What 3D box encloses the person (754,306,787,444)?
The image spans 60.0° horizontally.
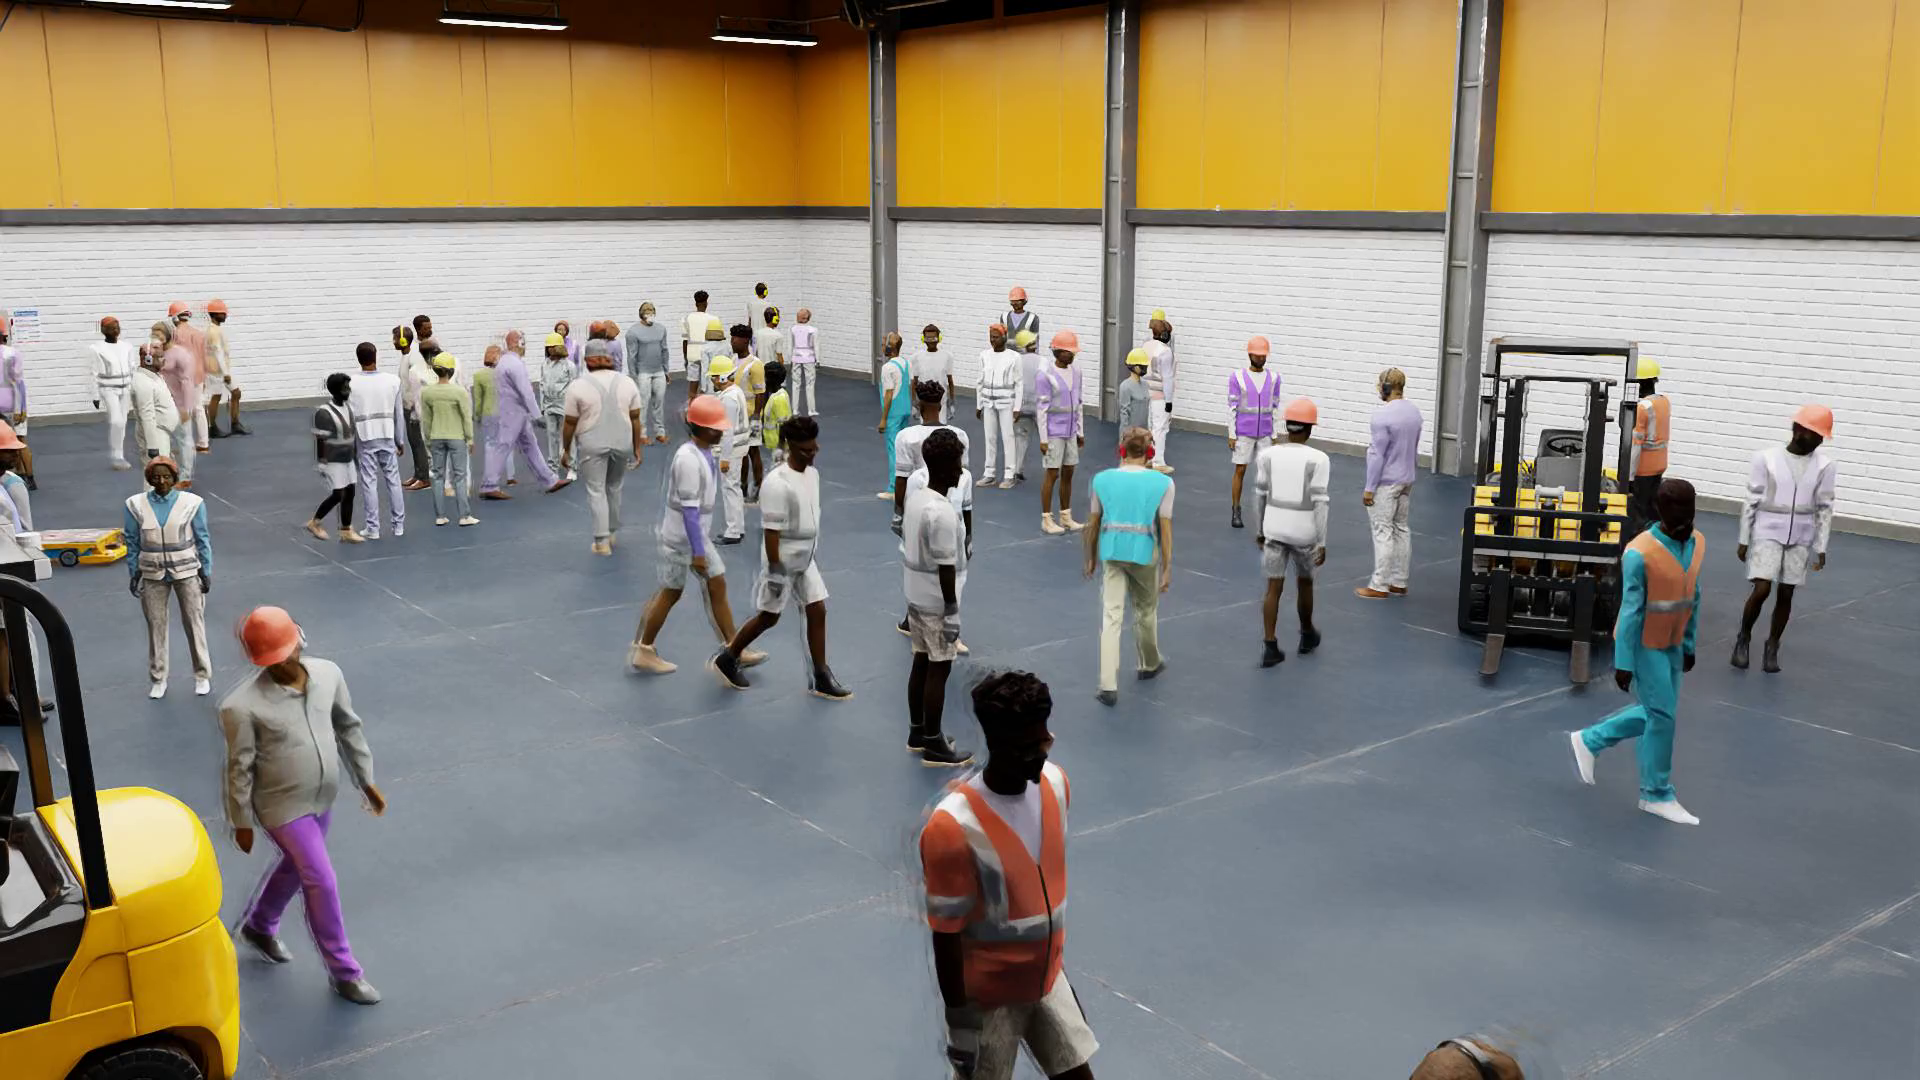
[{"bbox_3d":[-2.532,-2.188,22.259,0.515,1.858,0.341,8,14,35],"label":"person"}]

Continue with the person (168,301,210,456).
[{"bbox_3d":[-9.939,-2.068,21.370,0.410,1.981,0.629,4,12,17],"label":"person"}]

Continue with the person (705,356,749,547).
[{"bbox_3d":[-2.213,-0.848,15.877,0.403,1.819,0.602,-1,12,-2],"label":"person"}]

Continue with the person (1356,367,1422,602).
[{"bbox_3d":[3.559,-0.458,13.735,0.632,1.930,0.377,-11,16,-43],"label":"person"}]

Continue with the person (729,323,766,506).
[{"bbox_3d":[-2.330,-1.354,17.956,0.367,1.966,0.604,-10,15,-39],"label":"person"}]

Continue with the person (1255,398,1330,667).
[{"bbox_3d":[2.406,-0.068,11.921,0.586,1.895,0.809,7,14,30],"label":"person"}]

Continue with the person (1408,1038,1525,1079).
[{"bbox_3d":[0.838,1.799,3.106,0.906,1.806,0.543,-7,13,-30],"label":"person"}]

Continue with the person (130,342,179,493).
[{"bbox_3d":[-7.930,-1.005,16.450,0.398,1.900,0.635,-4,12,-18],"label":"person"}]

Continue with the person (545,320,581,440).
[{"bbox_3d":[-5.436,-2.190,22.792,0.514,1.636,0.315,-9,15,-37],"label":"person"}]

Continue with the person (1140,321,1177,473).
[{"bbox_3d":[2.394,-1.726,20.073,0.429,1.837,0.633,-5,13,-23],"label":"person"}]

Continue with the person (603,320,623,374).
[{"bbox_3d":[-4.797,-2.208,22.891,0.289,1.632,0.498,-9,15,-37],"label":"person"}]

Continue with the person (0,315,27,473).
[{"bbox_3d":[-10.829,-1.533,18.683,0.657,2.020,0.646,-4,12,-18],"label":"person"}]

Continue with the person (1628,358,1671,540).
[{"bbox_3d":[5.991,-0.637,14.619,0.594,1.917,0.397,-10,15,-40],"label":"person"}]

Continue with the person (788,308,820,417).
[{"bbox_3d":[-2.359,-2.685,25.200,0.518,1.633,0.311,4,12,17],"label":"person"}]

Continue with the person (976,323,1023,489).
[{"bbox_3d":[0.437,-1.527,18.990,0.584,1.882,0.347,7,14,31],"label":"person"}]

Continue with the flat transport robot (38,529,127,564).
[{"bbox_3d":[-8.385,0.064,15.224,1.431,0.197,0.652,-2,12,-8],"label":"flat transport robot"}]

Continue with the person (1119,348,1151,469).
[{"bbox_3d":[1.819,-1.098,17.206,0.311,1.769,0.525,8,14,32],"label":"person"}]

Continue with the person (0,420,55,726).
[{"bbox_3d":[-6.010,0.204,10.499,0.363,1.939,0.542,-4,12,-18],"label":"person"}]

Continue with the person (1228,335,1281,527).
[{"bbox_3d":[2.962,-1.089,16.744,0.545,1.938,0.351,-2,12,-9],"label":"person"}]

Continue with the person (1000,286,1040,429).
[{"bbox_3d":[0.829,-2.594,23.748,0.607,2.048,0.370,4,12,20],"label":"person"}]

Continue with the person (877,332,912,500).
[{"bbox_3d":[-0.719,-1.354,18.250,0.343,1.847,0.506,7,13,29],"label":"person"}]

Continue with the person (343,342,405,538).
[{"bbox_3d":[-5.704,-0.967,16.210,0.590,1.916,0.398,-8,14,-35],"label":"person"}]

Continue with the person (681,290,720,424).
[{"bbox_3d":[-3.775,-2.671,24.349,0.602,1.957,0.385,2,12,11],"label":"person"}]

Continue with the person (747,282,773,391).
[{"bbox_3d":[-3.399,-3.466,28.430,0.502,1.861,0.328,4,12,19],"label":"person"}]

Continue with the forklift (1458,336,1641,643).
[{"bbox_3d":[4.683,-0.471,13.136,1.214,2.155,2.313,4,12,20],"label":"forklift"}]

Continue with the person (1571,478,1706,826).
[{"bbox_3d":[3.676,0.560,8.960,0.609,1.876,0.726,-8,14,-34],"label":"person"}]

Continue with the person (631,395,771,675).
[{"bbox_3d":[-1.818,-0.022,11.466,1.048,1.976,0.641,1,12,7],"label":"person"}]

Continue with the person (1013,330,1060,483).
[{"bbox_3d":[0.837,-1.533,19.341,0.619,1.794,0.667,5,13,21],"label":"person"}]

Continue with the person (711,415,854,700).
[{"bbox_3d":[-1.205,0.108,11.034,0.965,1.922,0.611,5,13,25],"label":"person"}]

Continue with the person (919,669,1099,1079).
[{"bbox_3d":[0.183,1.333,5.016,0.497,1.947,0.633,11,16,43],"label":"person"}]

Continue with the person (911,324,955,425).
[{"bbox_3d":[-0.312,-1.578,19.308,0.512,1.861,0.325,0,12,-1],"label":"person"}]

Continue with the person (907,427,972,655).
[{"bbox_3d":[-0.141,0.023,11.975,0.533,1.694,0.320,-7,13,-29],"label":"person"}]

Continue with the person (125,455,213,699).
[{"bbox_3d":[-5.246,0.243,11.066,0.519,1.633,0.314,-3,12,-14],"label":"person"}]

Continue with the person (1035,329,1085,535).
[{"bbox_3d":[1.011,-1.058,16.379,0.611,2.032,0.411,-11,16,-43],"label":"person"}]

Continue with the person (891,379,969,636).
[{"bbox_3d":[-0.227,-0.237,12.611,0.616,1.951,0.388,-6,13,-25],"label":"person"}]

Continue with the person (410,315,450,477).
[{"bbox_3d":[-6.402,-1.729,19.880,0.392,1.920,0.587,3,12,15],"label":"person"}]

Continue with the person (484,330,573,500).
[{"bbox_3d":[-4.827,-1.375,18.344,1.020,1.836,0.664,-4,12,-20],"label":"person"}]

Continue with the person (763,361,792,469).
[{"bbox_3d":[-1.806,-0.939,16.597,0.319,1.698,0.539,-2,12,-10],"label":"person"}]

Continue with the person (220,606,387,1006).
[{"bbox_3d":[-2.805,1.062,6.948,0.850,1.696,0.576,5,13,23],"label":"person"}]

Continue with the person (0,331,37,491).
[{"bbox_3d":[-10.752,-1.498,18.765,0.548,1.923,0.391,9,15,36],"label":"person"}]

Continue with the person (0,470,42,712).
[{"bbox_3d":[-6.147,0.191,10.539,0.612,1.947,0.388,3,12,14],"label":"person"}]

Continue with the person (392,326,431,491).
[{"bbox_3d":[-6.238,-1.495,18.882,0.310,1.864,0.534,-6,13,-28],"label":"person"}]

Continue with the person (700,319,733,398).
[{"bbox_3d":[-3.165,-2.000,21.615,0.493,1.743,0.312,-10,15,-39],"label":"person"}]

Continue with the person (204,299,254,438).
[{"bbox_3d":[-10.077,-2.346,22.868,0.731,1.909,0.561,-3,12,-15],"label":"person"}]

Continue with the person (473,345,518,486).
[{"bbox_3d":[-5.322,-1.428,19.133,0.502,1.630,0.279,-2,12,-7],"label":"person"}]

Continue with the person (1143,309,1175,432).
[{"bbox_3d":[2.782,-2.383,23.467,0.494,1.743,0.308,-4,12,-18],"label":"person"}]

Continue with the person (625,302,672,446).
[{"bbox_3d":[-4.160,-2.220,22.243,0.382,1.928,0.635,11,16,42],"label":"person"}]

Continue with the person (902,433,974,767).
[{"bbox_3d":[-0.138,0.344,9.753,0.361,1.963,0.613,-4,12,-20],"label":"person"}]

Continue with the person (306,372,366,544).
[{"bbox_3d":[-5.958,-0.771,15.827,0.446,1.672,0.561,3,12,12],"label":"person"}]

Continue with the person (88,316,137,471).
[{"bbox_3d":[-10.237,-1.783,20.258,0.642,1.862,0.572,6,13,25],"label":"person"}]

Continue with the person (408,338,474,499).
[{"bbox_3d":[-5.643,-1.312,18.194,0.692,1.796,0.694,-6,13,-26],"label":"person"}]

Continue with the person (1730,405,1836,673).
[{"bbox_3d":[5.744,0.008,11.560,0.585,1.901,0.485,2,12,12],"label":"person"}]

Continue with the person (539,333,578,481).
[{"bbox_3d":[-4.696,-1.546,19.425,0.484,1.744,0.295,4,12,18],"label":"person"}]

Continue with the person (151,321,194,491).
[{"bbox_3d":[-8.916,-1.495,18.731,0.658,1.923,0.472,4,13,21],"label":"person"}]

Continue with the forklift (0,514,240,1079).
[{"bbox_3d":[-3.687,1.115,5.480,2.313,2.155,1.214,-9,15,-36],"label":"forklift"}]

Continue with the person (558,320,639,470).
[{"bbox_3d":[-4.461,-1.746,20.167,0.945,1.847,0.571,3,12,13],"label":"person"}]

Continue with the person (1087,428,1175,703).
[{"bbox_3d":[1.125,0.146,11.149,0.623,1.787,0.933,4,12,18],"label":"person"}]

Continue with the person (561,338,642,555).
[{"bbox_3d":[-3.396,-0.907,15.614,0.713,2.000,0.655,-8,14,-33],"label":"person"}]

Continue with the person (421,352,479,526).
[{"bbox_3d":[-5.155,-1.011,16.785,0.524,1.769,0.308,2,12,8],"label":"person"}]
